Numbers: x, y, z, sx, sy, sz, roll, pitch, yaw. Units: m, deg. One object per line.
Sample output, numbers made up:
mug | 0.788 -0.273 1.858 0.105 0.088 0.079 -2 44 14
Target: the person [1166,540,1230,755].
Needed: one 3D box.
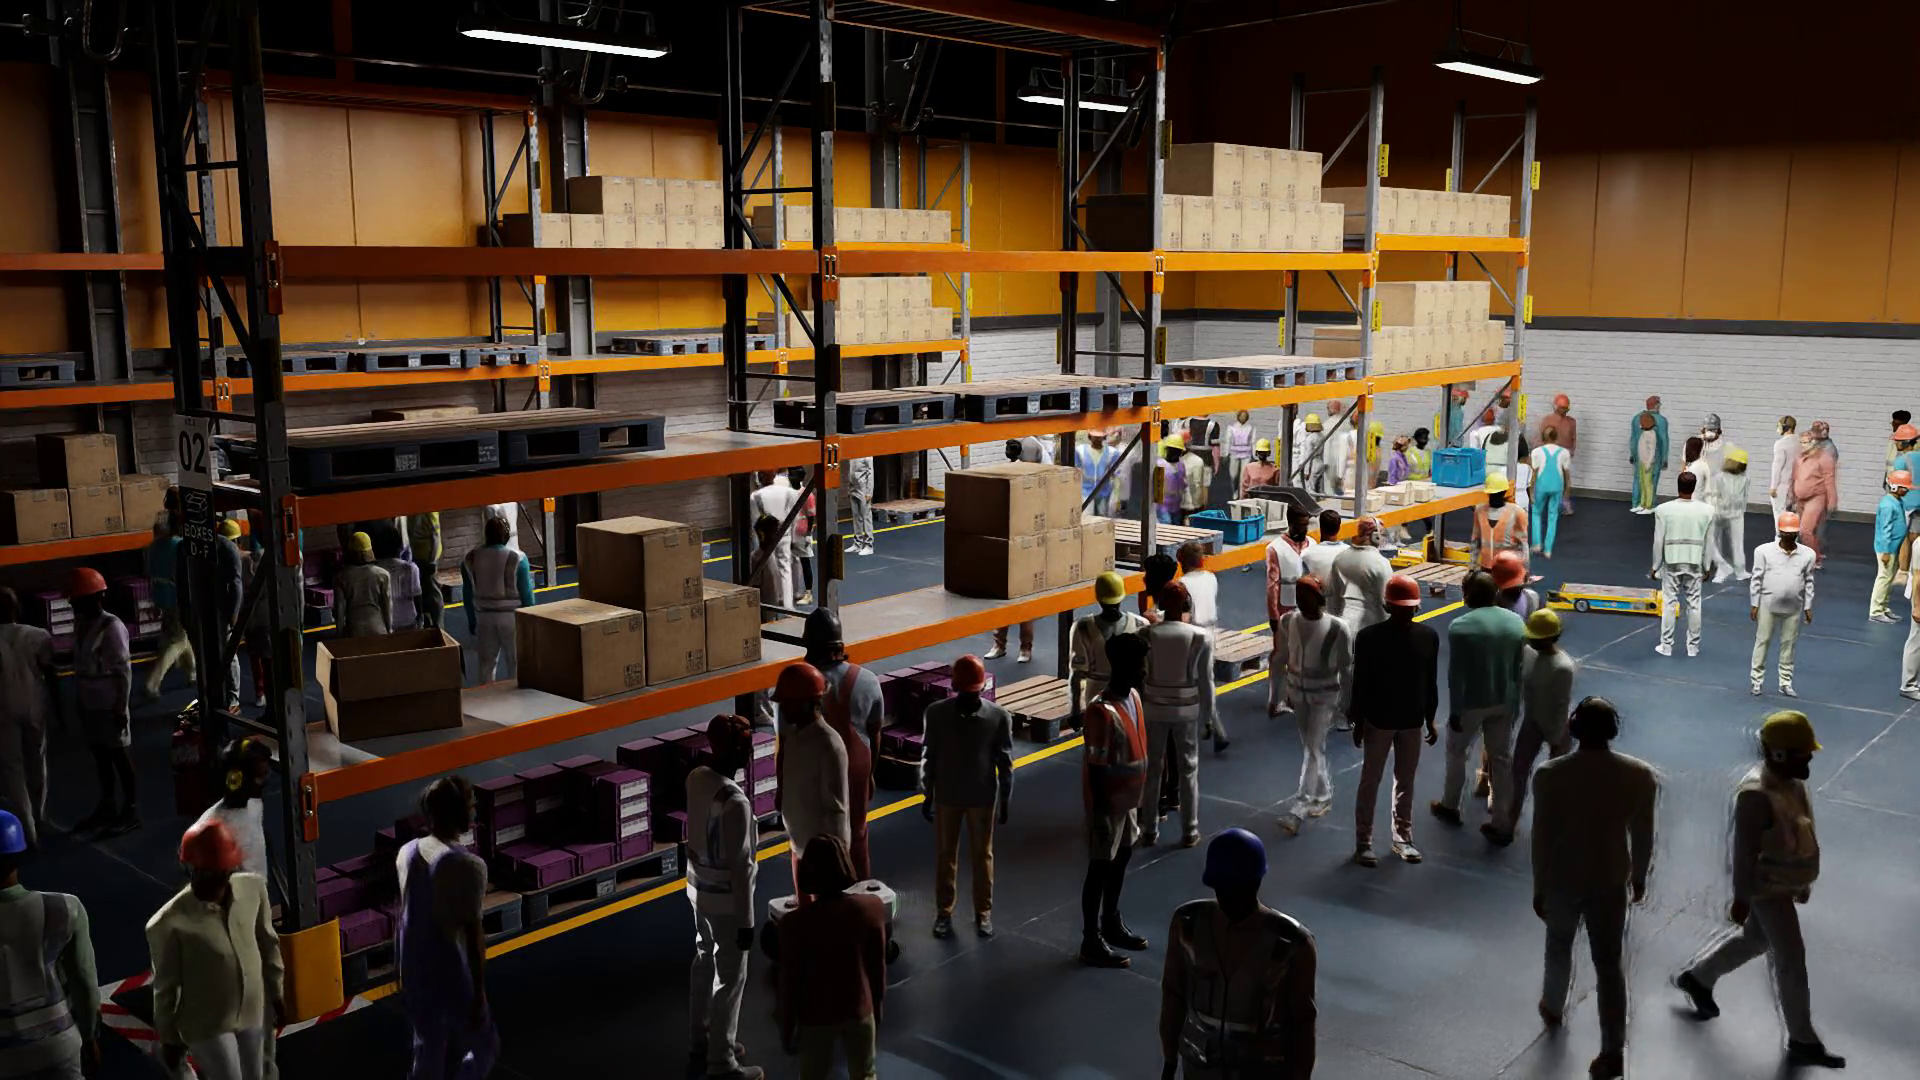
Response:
person | 1.862 0.895 13.607 0.610 1.813 0.648 -8 13 -41

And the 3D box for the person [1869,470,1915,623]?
person | 10.519 0.070 18.763 0.354 1.738 0.577 8 12 39

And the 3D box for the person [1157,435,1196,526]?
person | 2.673 -0.378 20.959 0.504 1.902 0.576 7 12 37

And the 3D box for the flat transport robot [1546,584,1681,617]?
flat transport robot | 7.636 0.691 19.432 1.431 0.197 0.652 4 10 24

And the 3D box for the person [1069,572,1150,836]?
person | 1.069 1.155 11.781 0.603 1.910 0.399 0 10 -2

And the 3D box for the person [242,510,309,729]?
person | -6.009 0.682 14.552 0.386 1.929 0.547 8 12 39

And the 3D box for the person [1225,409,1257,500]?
person | 4.719 -1.406 27.914 0.536 1.621 0.434 2 10 10

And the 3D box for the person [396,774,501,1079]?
person | -2.271 1.943 7.350 0.513 1.824 0.436 4 10 24

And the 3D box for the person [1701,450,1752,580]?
person | 9.884 -0.349 21.481 0.536 1.671 0.968 0 10 1

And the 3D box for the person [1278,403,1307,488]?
person | 5.258 -1.280 26.434 0.356 1.876 0.577 -7 12 -37

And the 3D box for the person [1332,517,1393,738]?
person | 3.487 0.745 14.258 0.406 1.903 0.637 -6 11 -31

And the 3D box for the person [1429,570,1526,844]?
person | 3.680 1.143 11.862 0.664 1.896 0.888 -2 10 -12

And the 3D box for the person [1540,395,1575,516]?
person | 9.629 -1.388 26.905 0.630 1.939 1.066 -1 10 -7

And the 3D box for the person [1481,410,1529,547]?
person | 7.669 -0.904 23.680 0.987 2.000 0.702 -5 11 -28

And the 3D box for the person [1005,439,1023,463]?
person | 0.731 -0.520 22.413 0.321 1.697 0.530 -3 10 -16

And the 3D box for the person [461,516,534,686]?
person | -4.051 0.702 14.692 0.633 1.839 0.429 1 10 8

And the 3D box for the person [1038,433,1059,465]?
person | 1.480 -1.429 27.426 0.391 1.837 0.562 -7 12 -36

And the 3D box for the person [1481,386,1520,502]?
person | 9.048 -1.599 27.953 0.623 1.992 0.687 -2 10 -10

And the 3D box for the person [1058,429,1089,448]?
person | 1.849 -1.305 26.933 0.538 1.760 0.346 -1 10 -8

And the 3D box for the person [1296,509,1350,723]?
person | 3.234 0.683 14.615 0.599 1.909 0.398 -3 10 -15

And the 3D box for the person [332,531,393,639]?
person | -5.169 0.791 14.449 0.485 1.744 0.308 -3 10 -19

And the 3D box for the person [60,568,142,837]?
person | -6.103 1.143 11.776 0.551 1.932 0.378 6 11 32

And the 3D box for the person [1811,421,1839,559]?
person | 11.752 -0.686 22.821 0.400 1.900 0.647 2 10 10

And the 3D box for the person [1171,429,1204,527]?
person | 2.942 -0.476 21.490 0.627 1.946 0.992 9 13 44

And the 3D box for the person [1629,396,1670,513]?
person | 11.183 -1.383 26.976 0.402 1.903 0.696 -6 11 -33

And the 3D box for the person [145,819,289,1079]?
person | -3.234 2.015 7.201 0.746 1.729 0.567 5 11 26

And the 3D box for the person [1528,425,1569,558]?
person | 8.122 -0.679 22.967 0.537 1.829 0.545 2 10 10

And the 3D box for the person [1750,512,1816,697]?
person | 7.686 0.600 15.553 0.563 1.753 0.327 2 10 11

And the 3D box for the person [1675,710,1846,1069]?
person | 4.188 1.740 8.645 0.603 1.795 0.894 -9 13 -44

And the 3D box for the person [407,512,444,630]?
person | -5.725 0.151 17.731 0.383 1.924 0.589 -7 12 -36

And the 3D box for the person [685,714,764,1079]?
person | -1.168 1.773 8.208 0.342 1.877 0.577 -6 11 -32

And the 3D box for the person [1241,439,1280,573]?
person | 3.937 -0.446 21.758 0.525 1.772 0.309 3 10 15

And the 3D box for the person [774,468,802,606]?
person | -2.080 -0.140 19.736 0.392 1.836 0.564 7 12 38

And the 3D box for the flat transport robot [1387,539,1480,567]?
flat transport robot | 6.407 0.183 22.467 0.652 0.197 1.431 9 13 41

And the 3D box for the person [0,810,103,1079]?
person | -3.716 2.012 6.566 0.603 1.942 0.399 -5 11 -29

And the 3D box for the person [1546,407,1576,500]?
person | 10.210 -1.537 28.309 0.528 1.761 0.339 1 10 8

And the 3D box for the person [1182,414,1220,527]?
person | 3.684 -1.190 25.428 0.613 2.033 0.412 5 11 29

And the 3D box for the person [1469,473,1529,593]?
person | 5.539 0.252 17.171 0.412 1.915 0.624 -9 13 -42

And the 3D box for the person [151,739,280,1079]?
person | -3.529 1.836 7.918 0.748 1.842 0.567 1 10 8

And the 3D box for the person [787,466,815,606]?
person | -1.937 -0.073 19.732 0.541 1.700 0.316 9 13 43

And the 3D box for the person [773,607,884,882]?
person | -0.823 1.396 9.952 0.678 2.000 0.537 -5 11 -26

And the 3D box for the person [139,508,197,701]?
person | -7.355 0.593 15.523 0.582 1.800 0.837 8 12 39

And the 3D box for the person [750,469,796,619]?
person | -2.090 0.030 18.726 0.585 1.840 0.990 -3 10 -18

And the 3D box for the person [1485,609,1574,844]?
person | 4.013 1.297 11.514 0.836 1.701 0.526 -5 11 -28
